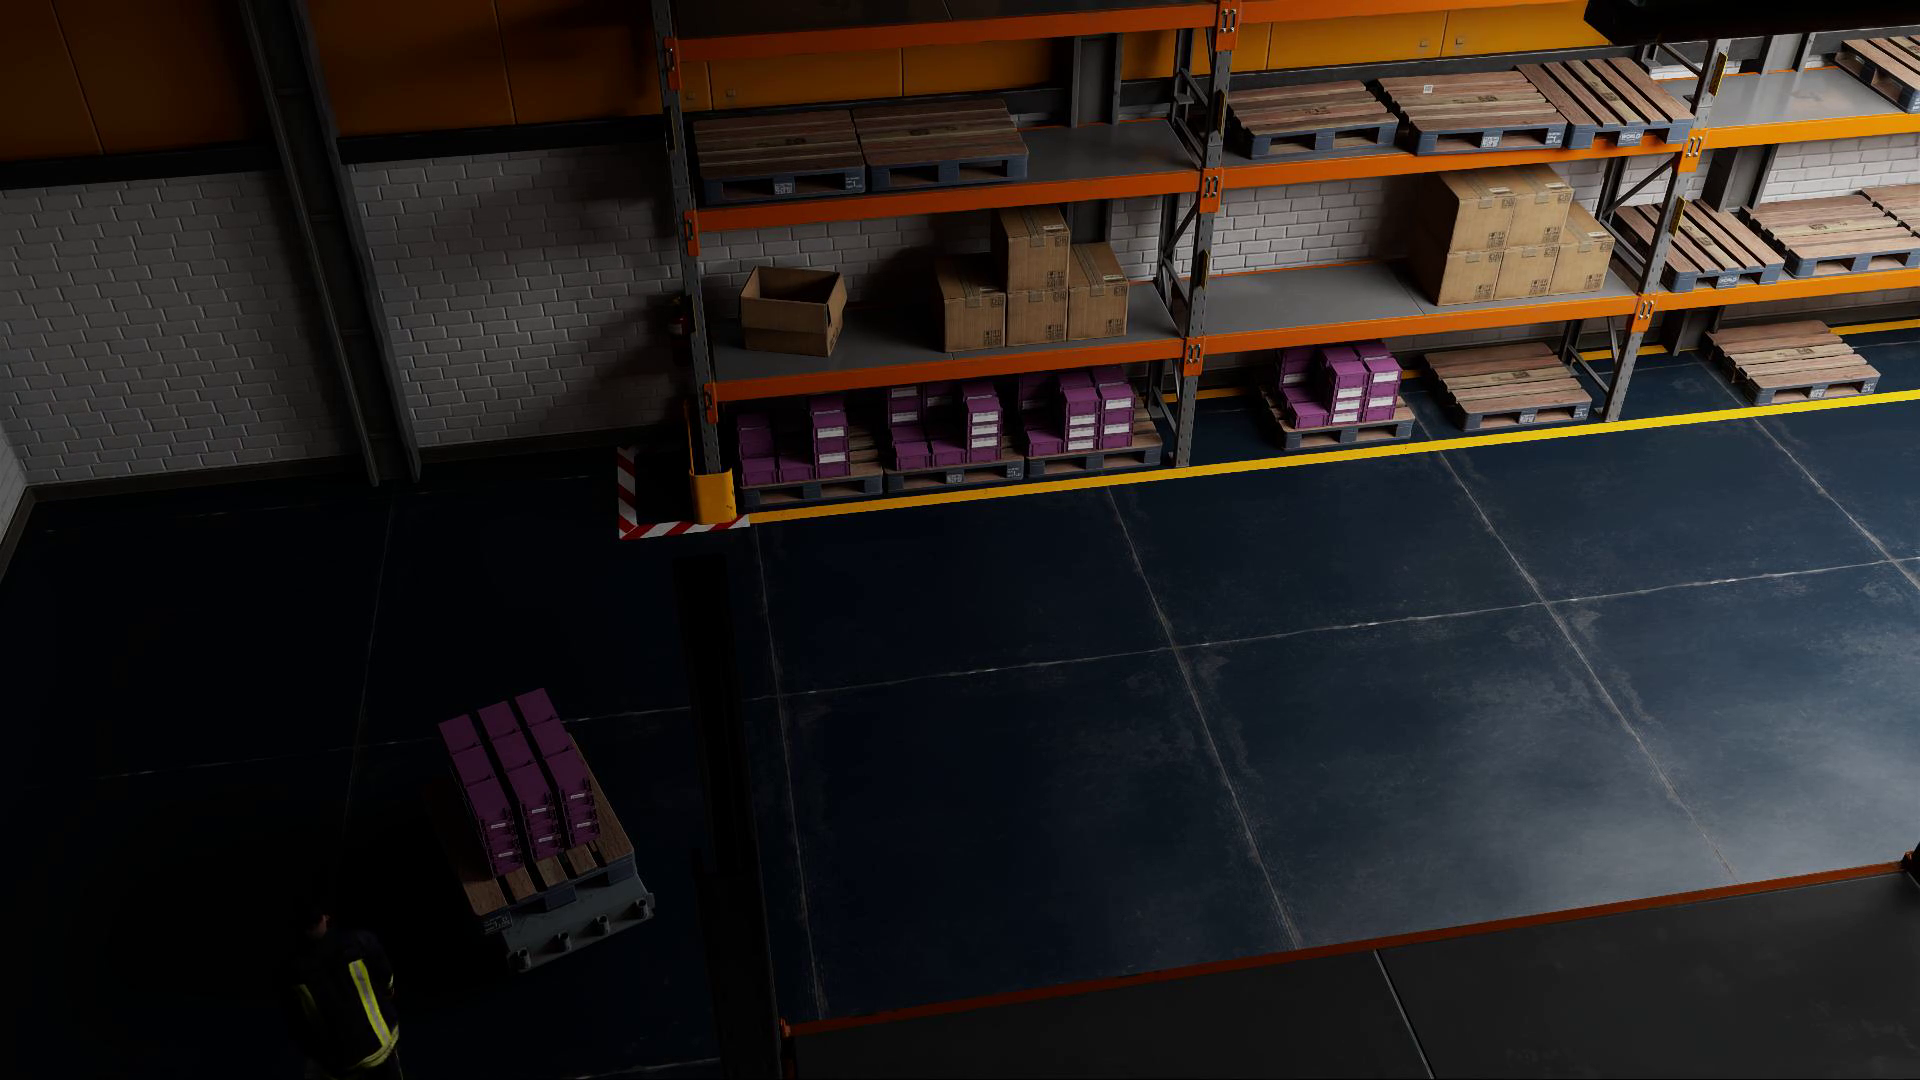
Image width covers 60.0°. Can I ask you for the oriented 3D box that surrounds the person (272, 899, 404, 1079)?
[{"bbox_3d":[-3.251,2.599,8.891,0.777,1.854,0.908,-20,43,-23],"label":"person"}]
